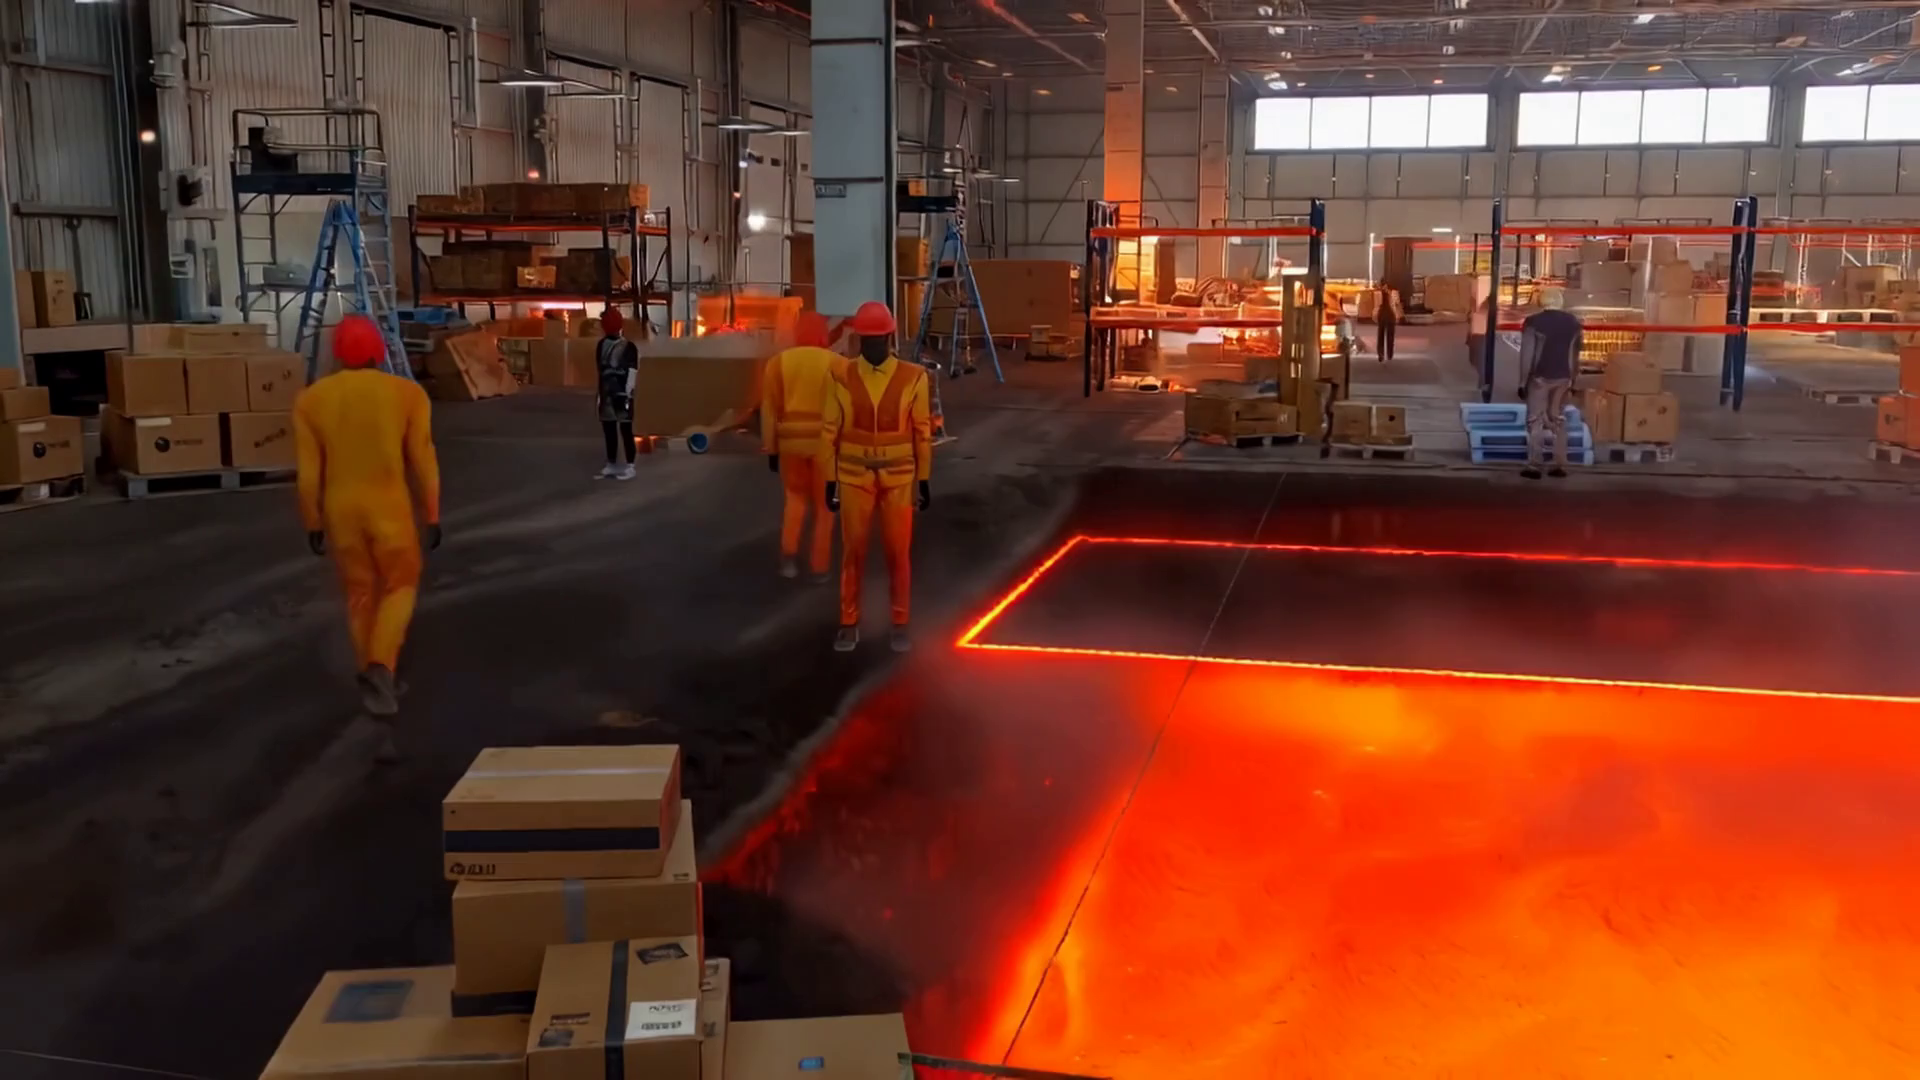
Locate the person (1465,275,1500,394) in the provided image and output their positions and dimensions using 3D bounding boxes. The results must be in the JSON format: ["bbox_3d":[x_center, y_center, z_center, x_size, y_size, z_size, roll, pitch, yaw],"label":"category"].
[{"bbox_3d":[8.385,-3.277,26.585,0.601,1.899,0.607,-5,11,-27],"label":"person"}]

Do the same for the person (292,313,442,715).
[{"bbox_3d":[-2.799,-0.106,7.864,0.646,1.923,0.680,-1,10,-5],"label":"person"}]

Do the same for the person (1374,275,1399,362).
[{"bbox_3d":[8.987,-4.668,35.075,0.529,1.792,0.951,4,10,21],"label":"person"}]

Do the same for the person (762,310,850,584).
[{"bbox_3d":[-0.977,-0.608,11.069,0.633,1.828,0.442,2,10,13],"label":"person"}]

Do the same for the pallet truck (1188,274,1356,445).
[{"bbox_3d":[3.653,-2.138,19.590,1.885,1.965,0.823,-4,10,-20],"label":"pallet truck"}]

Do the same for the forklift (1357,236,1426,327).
[{"bbox_3d":[13.506,-8.075,51.951,1.873,2.768,1.129,-2,10,-14],"label":"forklift"}]

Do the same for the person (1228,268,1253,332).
[{"bbox_3d":[8.218,-7.025,48.778,0.700,1.855,0.435,3,10,19],"label":"person"}]

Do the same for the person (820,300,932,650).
[{"bbox_3d":[-0.462,-0.349,9.200,0.614,1.945,0.406,0,10,-1],"label":"person"}]

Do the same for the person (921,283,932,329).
[{"bbox_3d":[-0.910,-7.352,50.500,0.544,1.929,0.386,-5,11,-28],"label":"person"}]

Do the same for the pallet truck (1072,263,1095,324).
[{"bbox_3d":[4.325,-8.180,55.162,0.823,1.965,1.885,6,11,31],"label":"pallet truck"}]

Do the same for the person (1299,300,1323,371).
[{"bbox_3d":[6.764,-4.100,31.920,0.485,1.738,0.322,-3,10,-19],"label":"person"}]

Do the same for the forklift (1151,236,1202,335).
[{"bbox_3d":[5.866,-7.214,46.878,1.873,2.768,1.129,2,10,14],"label":"forklift"}]

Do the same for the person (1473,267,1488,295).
[{"bbox_3d":[15.276,-7.010,48.596,0.559,1.880,1.004,2,10,13],"label":"person"}]

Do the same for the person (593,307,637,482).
[{"bbox_3d":[-3.371,-1.418,16.231,0.535,1.697,0.318,7,12,35],"label":"person"}]

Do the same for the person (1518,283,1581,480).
[{"bbox_3d":[5.803,-1.556,16.407,0.641,1.926,0.397,-3,10,-18],"label":"person"}]
